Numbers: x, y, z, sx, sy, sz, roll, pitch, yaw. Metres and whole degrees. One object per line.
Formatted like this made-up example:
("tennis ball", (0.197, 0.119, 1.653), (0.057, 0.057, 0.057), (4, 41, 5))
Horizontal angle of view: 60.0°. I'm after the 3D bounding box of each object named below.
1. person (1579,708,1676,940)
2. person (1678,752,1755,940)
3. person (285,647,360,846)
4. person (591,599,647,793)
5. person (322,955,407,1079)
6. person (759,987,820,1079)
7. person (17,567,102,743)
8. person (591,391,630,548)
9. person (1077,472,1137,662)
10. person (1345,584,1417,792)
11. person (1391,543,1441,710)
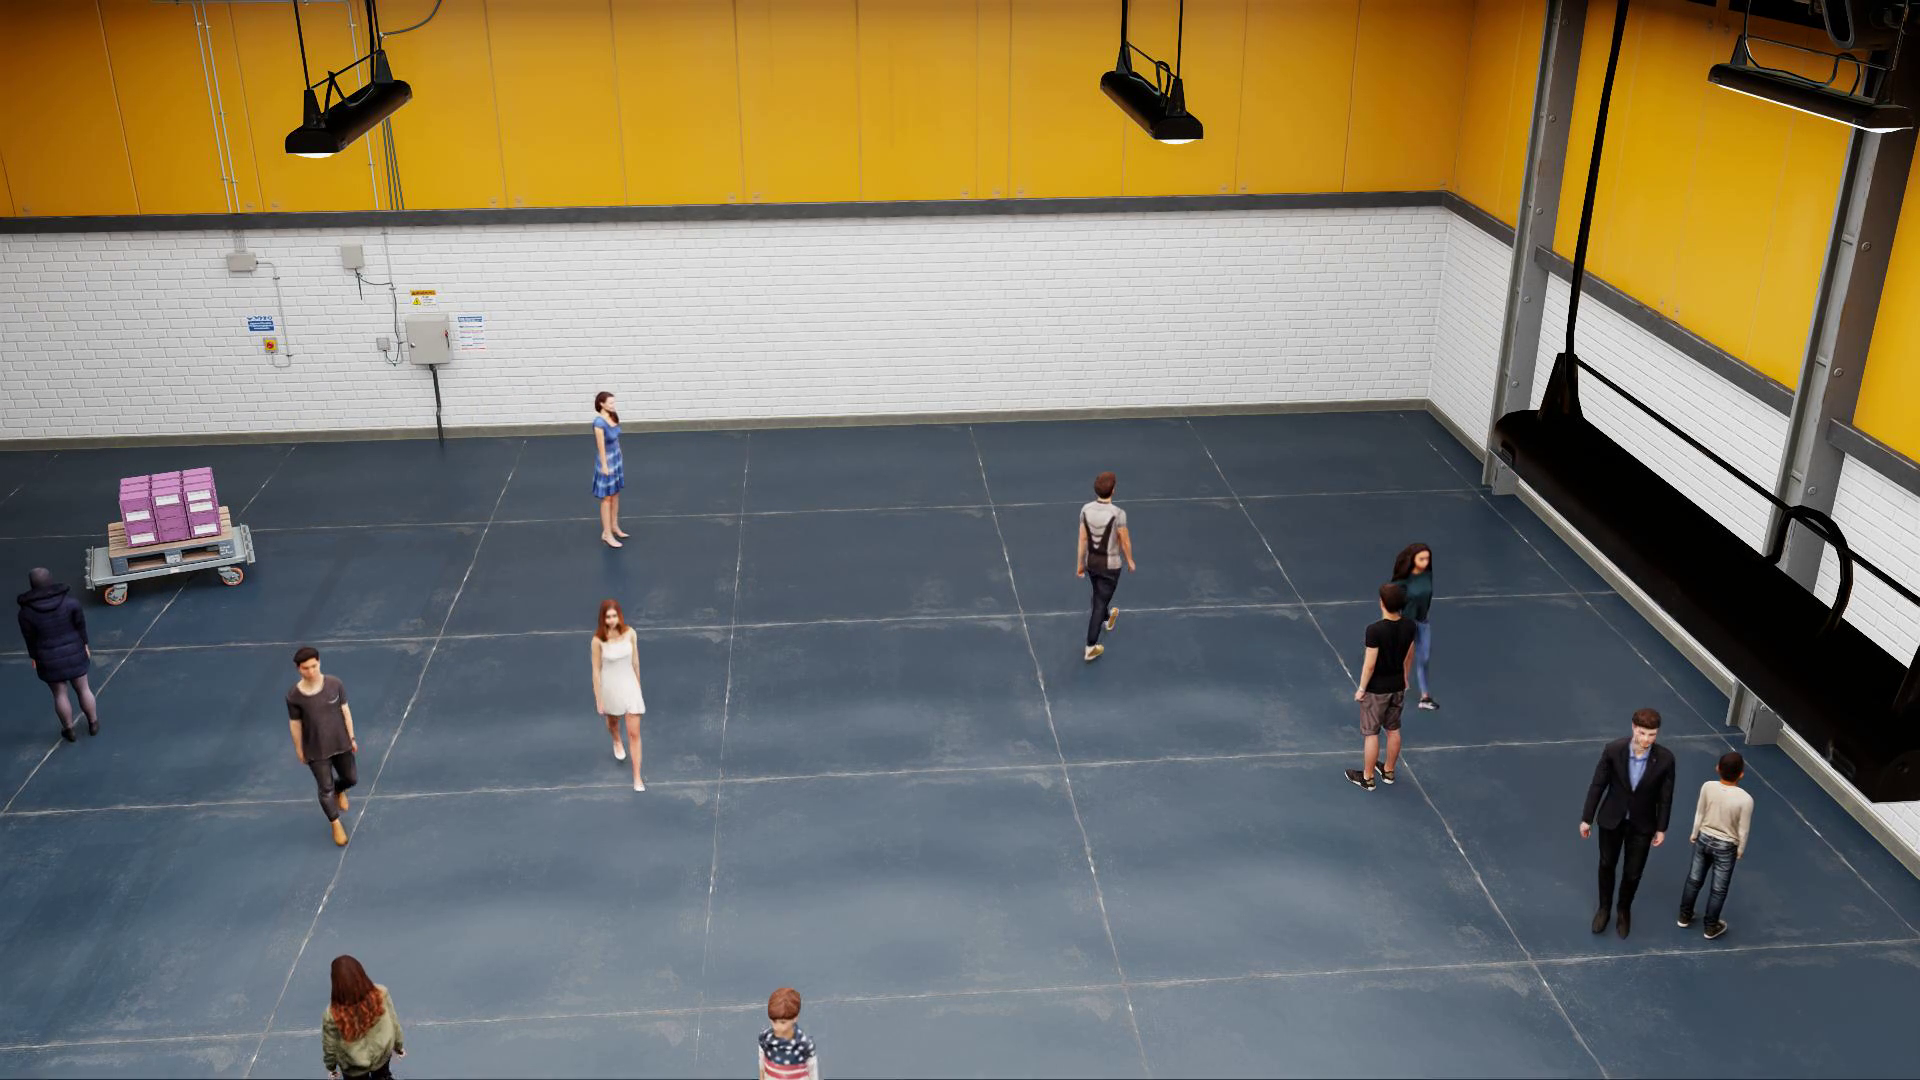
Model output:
("person", (4.904, 2.006, 12.186), (0.839, 1.874, 0.860), (14, 27, 29))
("person", (5.540, 2.231, 12.190), (0.667, 1.459, 0.591), (-21, 31, -39))
("person", (-5.100, 1.591, 13.345), (0.847, 1.706, 0.962), (-15, 28, -30))
("person", (-2.938, 1.252, 14.191), (0.758, 1.649, 1.225), (-8, 25, -17))
("person", (-3.559, 3.162, 10.045), (0.709, 1.470, 0.737), (-18, 29, -35))
("person", (-1.003, 3.238, 9.922), (0.644, 1.429, 0.774), (5, 24, 10))
("person", (-7.971, 1.002, 14.732), (0.777, 1.674, 0.795), (-14, 27, -29))
("person", (-3.932, -0.814, 18.722), (0.773, 1.807, 0.584), (3, 24, 6))
("person", (1.354, 0.290, 16.143), (1.094, 1.849, 1.233), (15, 28, 30))
("person", (3.564, 1.226, 13.985), (0.753, 1.861, 0.695), (-10, 26, -22))
("person", (4.122, 0.740, 15.438), (0.741, 1.589, 1.022), (-8, 25, -18))
